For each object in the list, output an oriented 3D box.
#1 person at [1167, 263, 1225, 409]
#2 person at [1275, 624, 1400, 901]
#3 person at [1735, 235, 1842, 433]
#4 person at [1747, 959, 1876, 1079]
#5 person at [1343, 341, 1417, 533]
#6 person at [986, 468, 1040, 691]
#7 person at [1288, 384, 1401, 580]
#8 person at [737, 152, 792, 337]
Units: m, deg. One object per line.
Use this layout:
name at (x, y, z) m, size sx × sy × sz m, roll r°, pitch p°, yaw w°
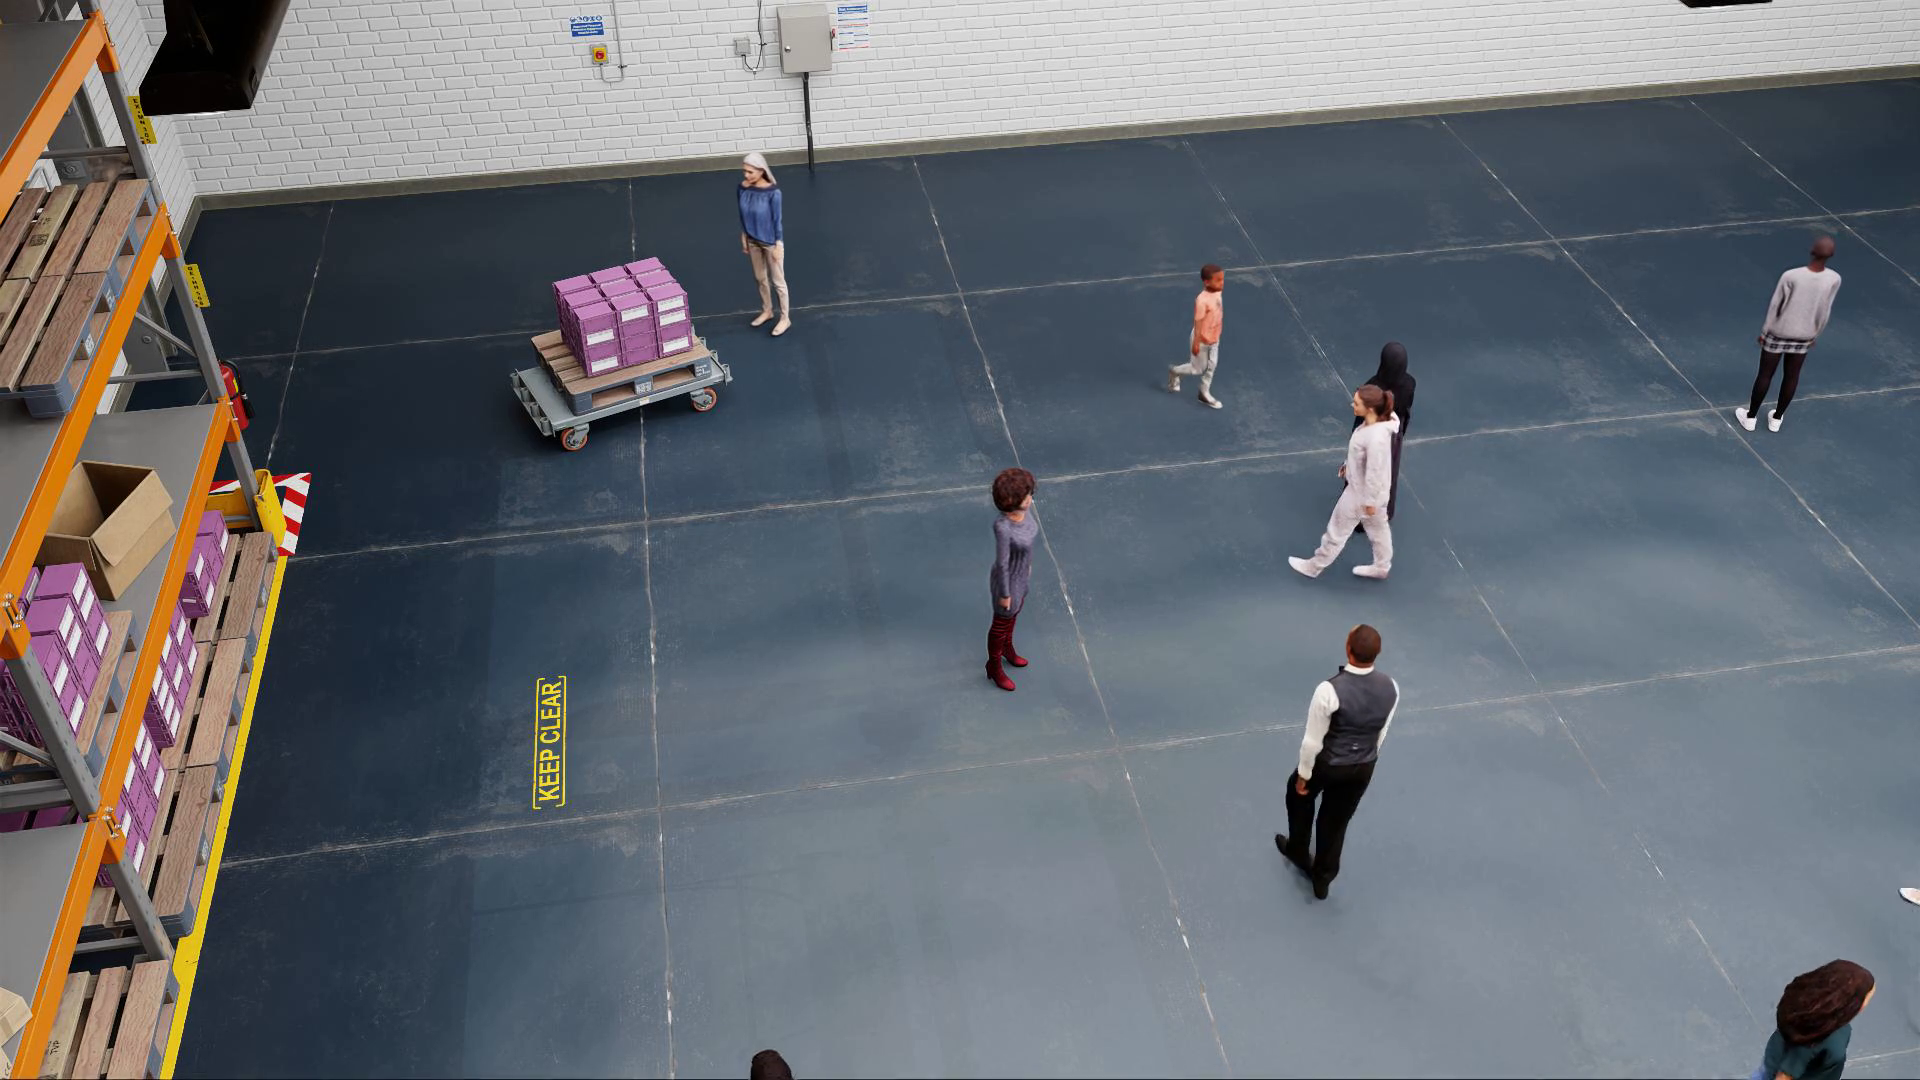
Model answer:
person at (1.981, -1.712, 13.794) m, size 0.837 × 1.297 × 0.738 m, roll 29°, pitch 47°, yaw 31°
person at (2.200, 1.343, 9.489) m, size 0.698 × 1.895 × 0.730 m, roll -6°, pitch 39°, yaw -7°
person at (6.672, -1.653, 13.340) m, size 0.675 × 1.771 × 0.643 m, roll 5°, pitch 39°, yaw 6°
person at (3.999, 2.585, 8.181) m, size 1.070 × 1.586 × 1.056 m, roll 24°, pitch 44°, yaw 27°
person at (3.107, -0.773, 12.363) m, size 0.622 × 1.615 × 0.610 m, roll -10°, pitch 40°, yaw -13°
person at (0.335, 0.244, 11.013) m, size 0.727 × 1.710 × 0.626 m, roll 15°, pitch 41°, yaw 18°
person at (2.990, -0.362, 11.816) m, size 0.976 × 1.655 × 1.012 m, roll 13°, pitch 40°, yaw 15°
person at (-1.712, -2.625, 14.615) m, size 0.713 × 1.700 × 0.758 m, roll 20°, pitch 43°, yaw 23°
